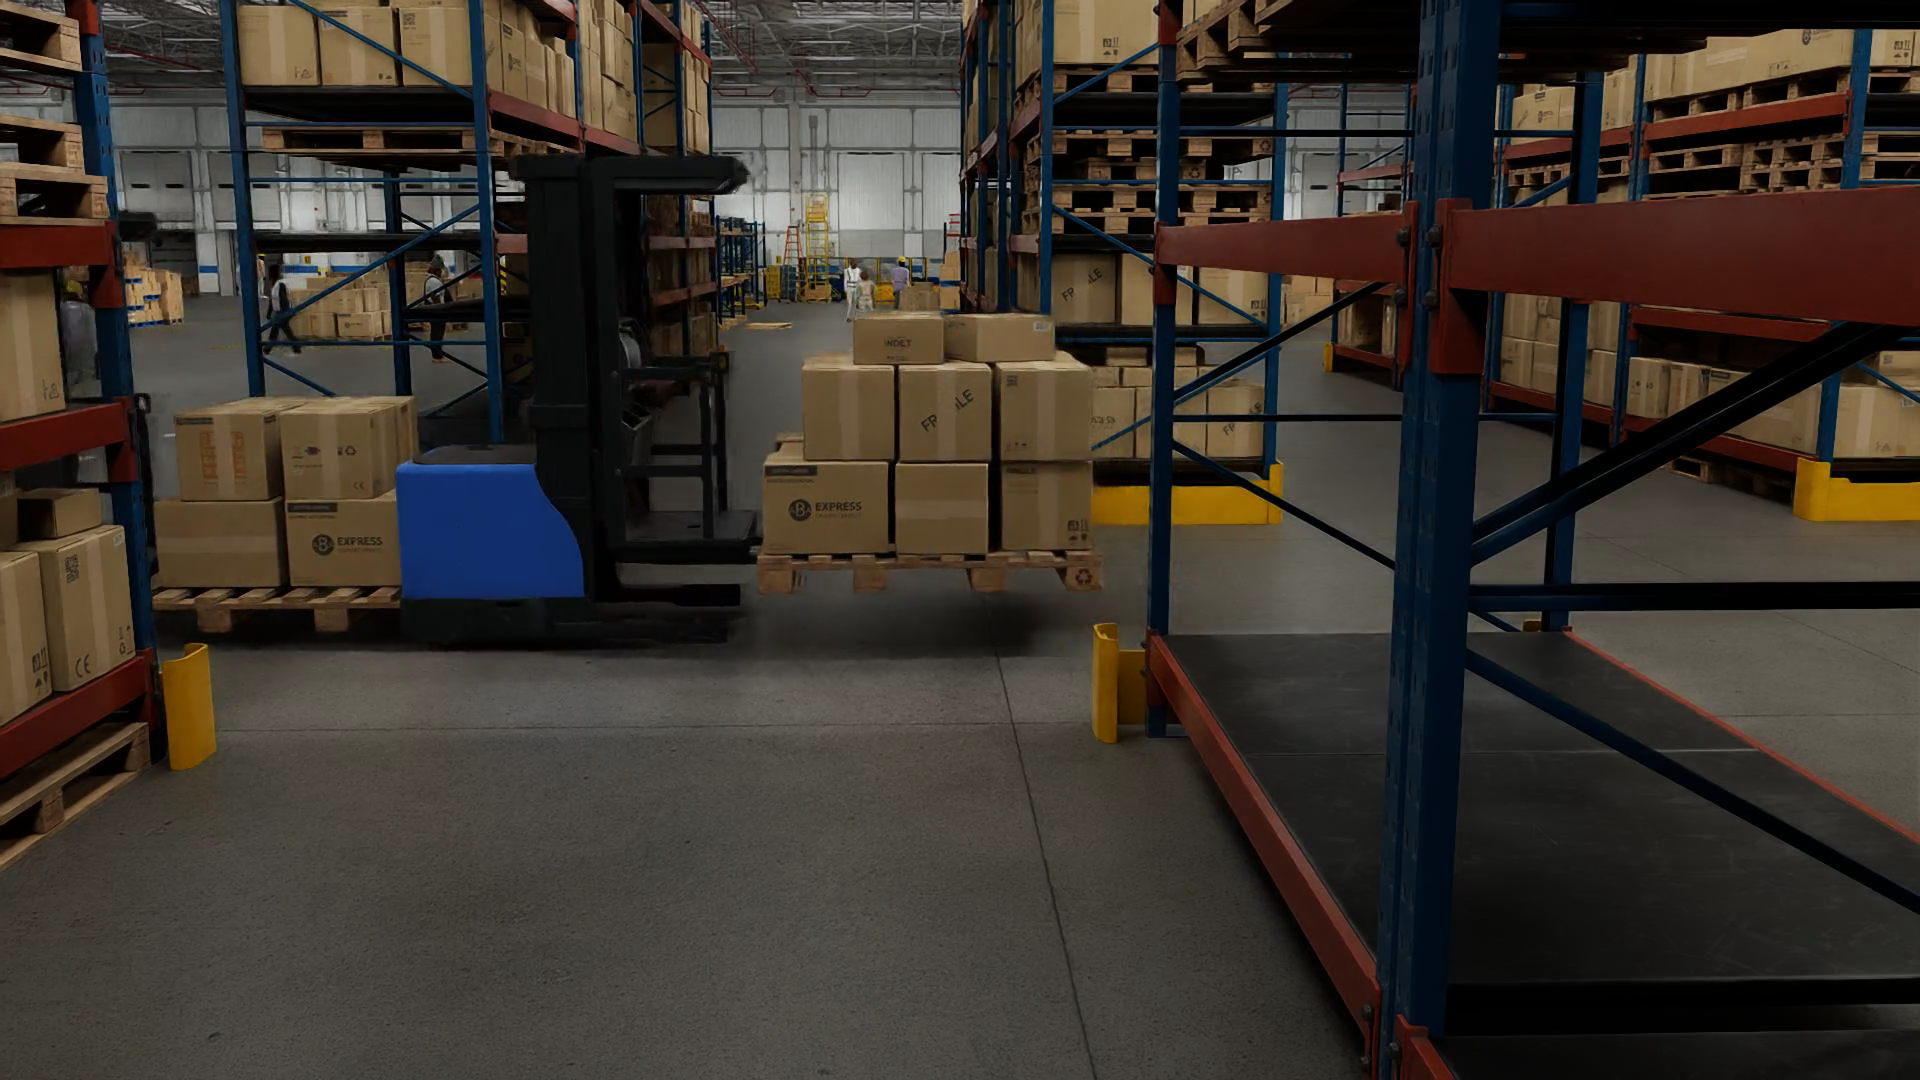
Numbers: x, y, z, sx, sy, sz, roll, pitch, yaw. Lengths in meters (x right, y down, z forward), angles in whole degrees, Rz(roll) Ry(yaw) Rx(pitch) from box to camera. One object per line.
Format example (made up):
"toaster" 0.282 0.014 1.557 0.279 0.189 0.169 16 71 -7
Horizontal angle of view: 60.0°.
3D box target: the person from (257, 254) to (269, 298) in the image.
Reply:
"person" -29.112 -11.046 69.334 0.587 1.923 0.391 10 14 44

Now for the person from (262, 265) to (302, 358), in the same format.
"person" -13.842 -4.609 33.613 1.007 1.861 0.622 -8 13 -36

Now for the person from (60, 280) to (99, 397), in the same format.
"person" -12.116 -2.644 22.806 0.592 1.820 0.537 -1 10 -5

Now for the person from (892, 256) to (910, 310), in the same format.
"person" -1.712 -7.311 48.545 0.584 1.918 0.408 6 12 31

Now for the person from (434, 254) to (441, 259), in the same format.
"person" -18.011 -8.961 57.735 0.462 1.914 0.698 -4 11 -23

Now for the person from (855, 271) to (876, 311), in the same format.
"person" -2.331 -5.839 41.130 0.536 1.622 0.481 -3 11 -16

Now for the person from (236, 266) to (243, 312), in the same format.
"person" -23.557 -8.395 54.893 0.661 1.795 0.931 -6 12 -28

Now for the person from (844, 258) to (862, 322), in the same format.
"person" -3.106 -7.277 48.469 0.577 1.877 0.349 -4 11 -21

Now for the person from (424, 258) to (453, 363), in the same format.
"person" -10.094 -4.451 32.257 0.535 2.000 0.682 -5 11 -25

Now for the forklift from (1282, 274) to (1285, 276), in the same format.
"forklift" 11.009 -9.520 58.157 1.873 2.768 1.129 -3 11 -16

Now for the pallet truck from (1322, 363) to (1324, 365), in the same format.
"pallet truck" 7.712 -4.157 30.737 1.885 1.965 0.823 3 11 16

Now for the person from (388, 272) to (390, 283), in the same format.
"person" -18.709 -8.397 55.228 0.532 1.689 0.321 -8 13 -38

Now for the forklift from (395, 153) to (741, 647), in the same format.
"forklift" -2.312 -0.847 9.840 1.873 2.768 1.129 -1 10 -3
